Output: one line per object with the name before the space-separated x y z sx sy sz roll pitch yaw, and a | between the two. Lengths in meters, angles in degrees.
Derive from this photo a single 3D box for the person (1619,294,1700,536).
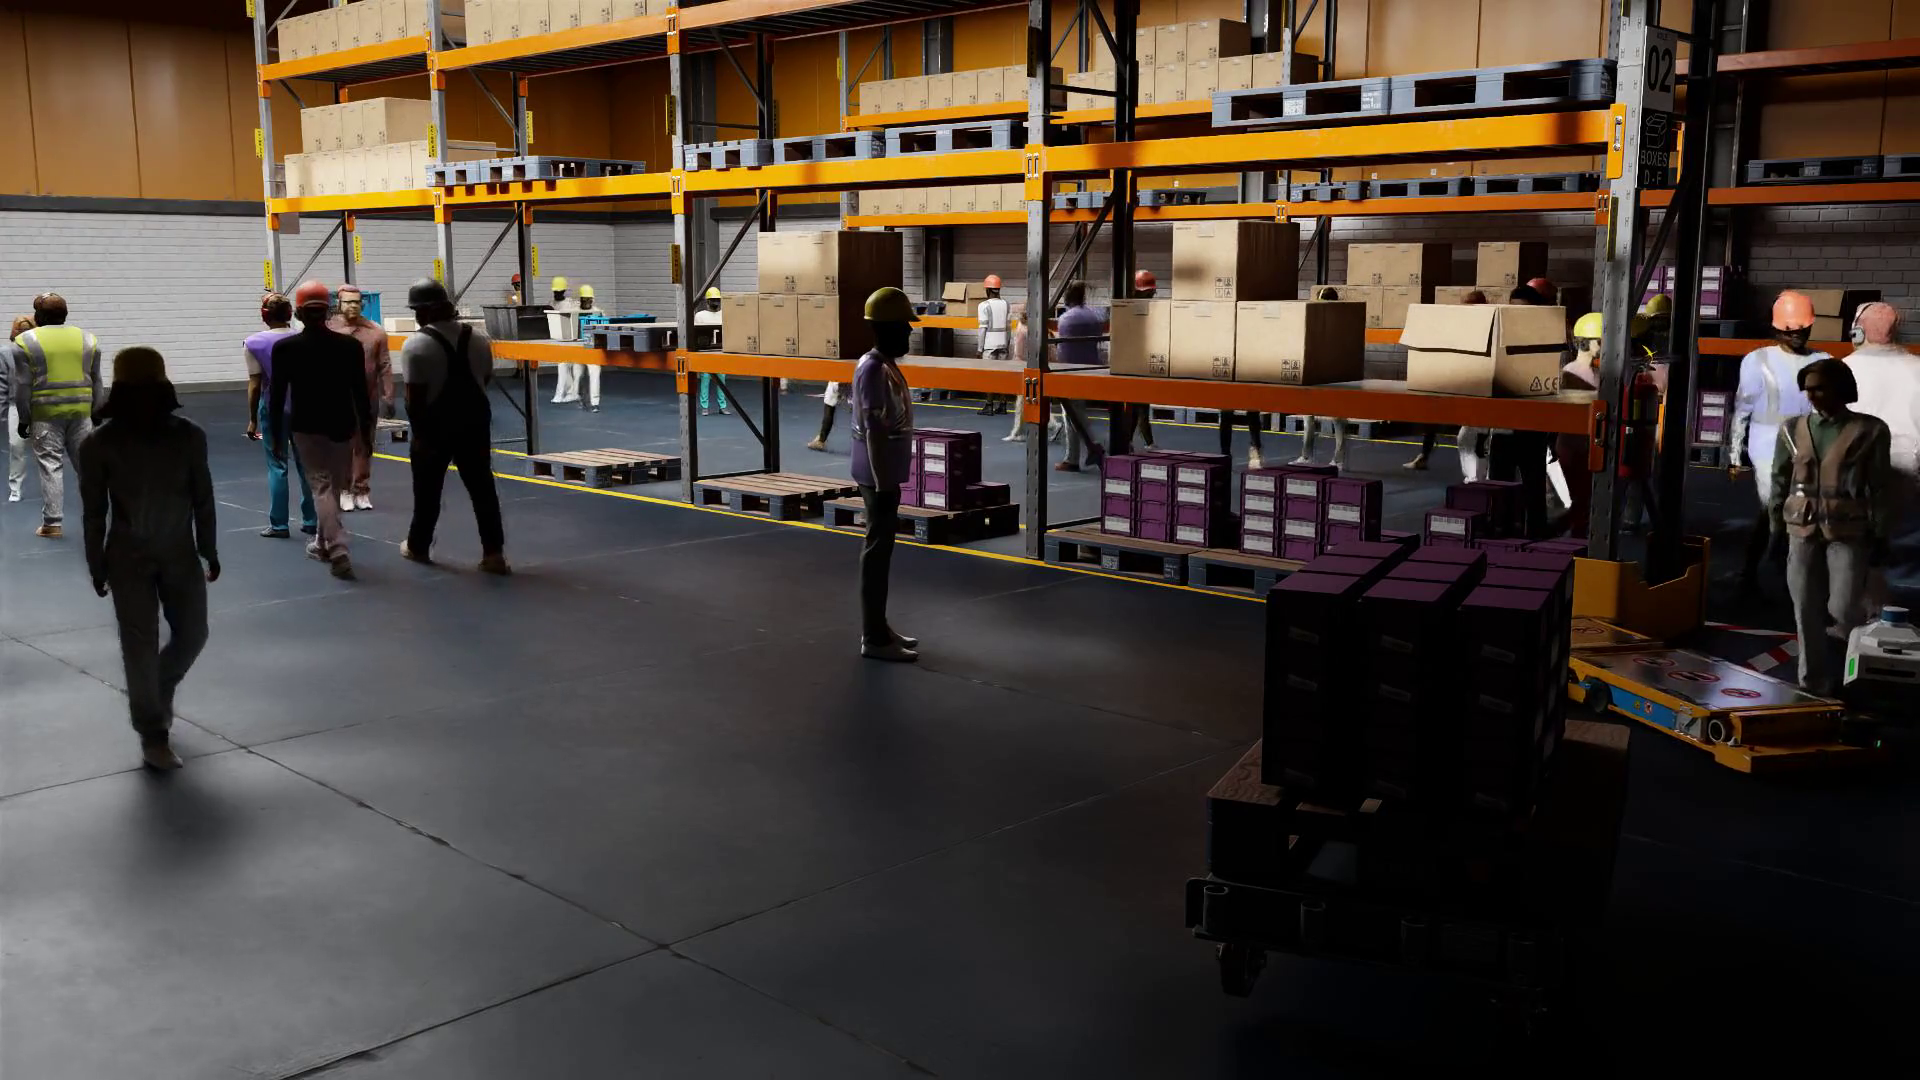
person | 5.249 -0.936 12.588 0.602 1.830 0.404 0 9 2

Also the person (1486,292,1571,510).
person | 4.677 -1.068 13.400 0.985 1.827 0.580 -1 9 -5

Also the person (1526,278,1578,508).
person | 4.945 -1.202 13.855 0.666 1.948 0.686 0 9 1

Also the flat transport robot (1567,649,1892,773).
flat transport robot | 3.266 0.709 7.278 0.652 0.197 1.431 -2 9 -13

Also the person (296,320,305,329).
person | -9.678 -2.836 24.946 0.510 1.601 0.808 -4 10 -22

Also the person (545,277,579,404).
person | -6.015 -2.970 24.875 0.620 1.883 0.843 4 10 22

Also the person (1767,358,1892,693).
person | 3.982 -0.024 7.625 0.468 1.623 0.535 -8 12 -39

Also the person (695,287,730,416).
person | -3.399 -2.599 22.979 0.533 1.772 0.298 -5 10 -26

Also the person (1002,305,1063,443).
person | 0.851 -1.917 19.286 0.748 1.613 0.526 4 10 25

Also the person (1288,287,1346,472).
person | 3.651 -1.616 16.746 0.535 1.831 0.754 -7 12 -37

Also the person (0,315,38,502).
person | -8.110 -1.147 14.512 0.522 1.629 0.312 -3 10 -17

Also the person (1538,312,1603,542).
person | 3.949 -0.572 10.599 0.542 1.754 0.626 -9 13 -43

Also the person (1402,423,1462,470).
person | 4.933 -1.522 16.701 0.830 1.665 0.529 1 9 8

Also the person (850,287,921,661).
person | -0.383 -0.346 8.675 0.369 1.928 0.586 0 9 0

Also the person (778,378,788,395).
person | -2.933 -3.325 27.052 0.647 1.884 0.994 -3 10 -20

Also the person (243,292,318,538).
person | -5.078 -0.934 12.521 0.388 1.849 0.565 8 12 39

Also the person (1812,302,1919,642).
person | 4.762 -0.302 8.640 0.644 1.865 0.936 0 9 -1

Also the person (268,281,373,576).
person | -4.277 -0.751 11.126 0.632 1.946 1.047 -7 12 -37

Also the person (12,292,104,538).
person | -6.810 -0.941 12.580 0.429 1.846 0.633 8 12 40

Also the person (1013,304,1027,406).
person | 0.989 -2.536 23.099 0.633 1.598 0.614 6 11 32

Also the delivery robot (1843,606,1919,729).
delivery robot | 4.036 0.532 7.208 0.477 0.478 0.707 5 11 29

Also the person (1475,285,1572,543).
person | 3.684 -0.708 10.931 0.596 1.915 0.374 9 13 42

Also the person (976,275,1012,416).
person | 0.458 -2.686 22.984 0.545 1.942 0.352 -7 11 -36

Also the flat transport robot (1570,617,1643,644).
flat transport robot | 2.762 0.556 8.212 1.431 0.197 0.652 -2 10 -13

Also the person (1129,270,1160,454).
person | 1.957 -1.753 17.069 0.643 1.996 0.969 -7 12 -38

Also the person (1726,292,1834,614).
person | 4.842 -0.485 9.660 0.558 1.878 0.896 -2 9 -12

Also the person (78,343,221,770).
person | -3.334 0.051 6.827 0.507 1.728 0.569 -9 13 -43

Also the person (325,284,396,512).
person | -5.032 -1.172 13.843 0.679 1.887 0.540 -6 11 -34

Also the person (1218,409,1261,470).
person | 2.749 -1.608 16.338 0.657 1.949 0.683 0 9 -3

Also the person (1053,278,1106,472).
person | 1.141 -1.631 16.547 0.444 1.929 0.649 6 11 34

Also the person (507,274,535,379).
person | -8.118 -3.948 30.747 0.543 1.934 0.362 -9 13 -43

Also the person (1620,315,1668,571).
person | 4.535 -0.642 11.165 0.519 1.711 0.840 -3 10 -19

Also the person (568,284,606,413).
person | -5.320 -2.729 23.654 0.595 1.806 0.832 -3 10 -20

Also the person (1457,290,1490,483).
person | 4.413 -1.189 14.152 0.659 1.841 0.595 -3 10 -16

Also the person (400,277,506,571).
person | -3.444 -0.809 11.172 0.686 2.000 1.074 -9 13 -44

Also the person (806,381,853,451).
person | -1.282 -1.773 18.304 0.887 1.647 0.540 6 11 34
